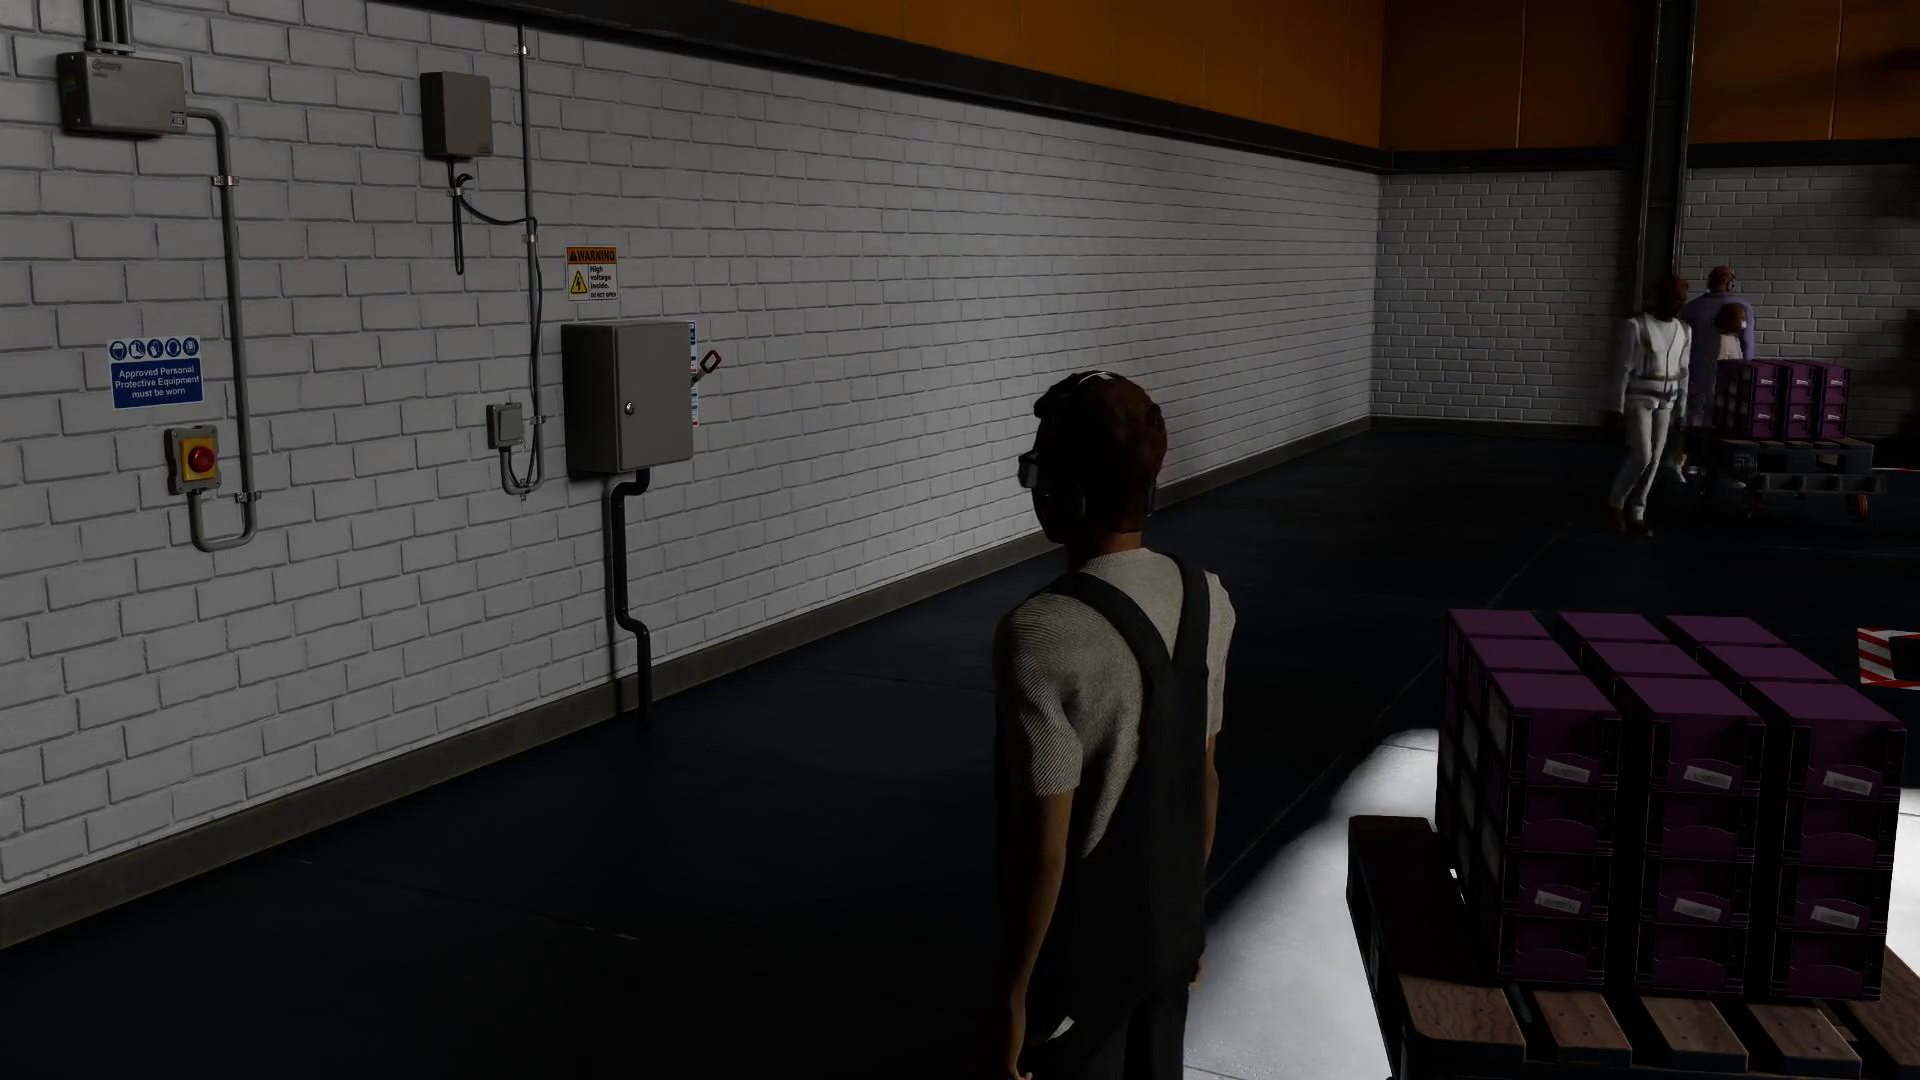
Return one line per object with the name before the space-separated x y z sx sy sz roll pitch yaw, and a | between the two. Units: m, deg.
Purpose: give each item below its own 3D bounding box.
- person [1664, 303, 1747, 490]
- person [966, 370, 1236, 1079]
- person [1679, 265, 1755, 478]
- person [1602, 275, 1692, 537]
person | 6.527 -1.244 14.348 0.776 1.607 0.505 7 12 35
person | 0.217 0.656 2.641 0.331 1.844 0.521 9 13 42
person | 6.828 -1.515 15.033 0.636 1.911 0.405 7 12 36
person | 4.914 -0.940 11.813 0.610 1.866 0.402 -3 10 -18
